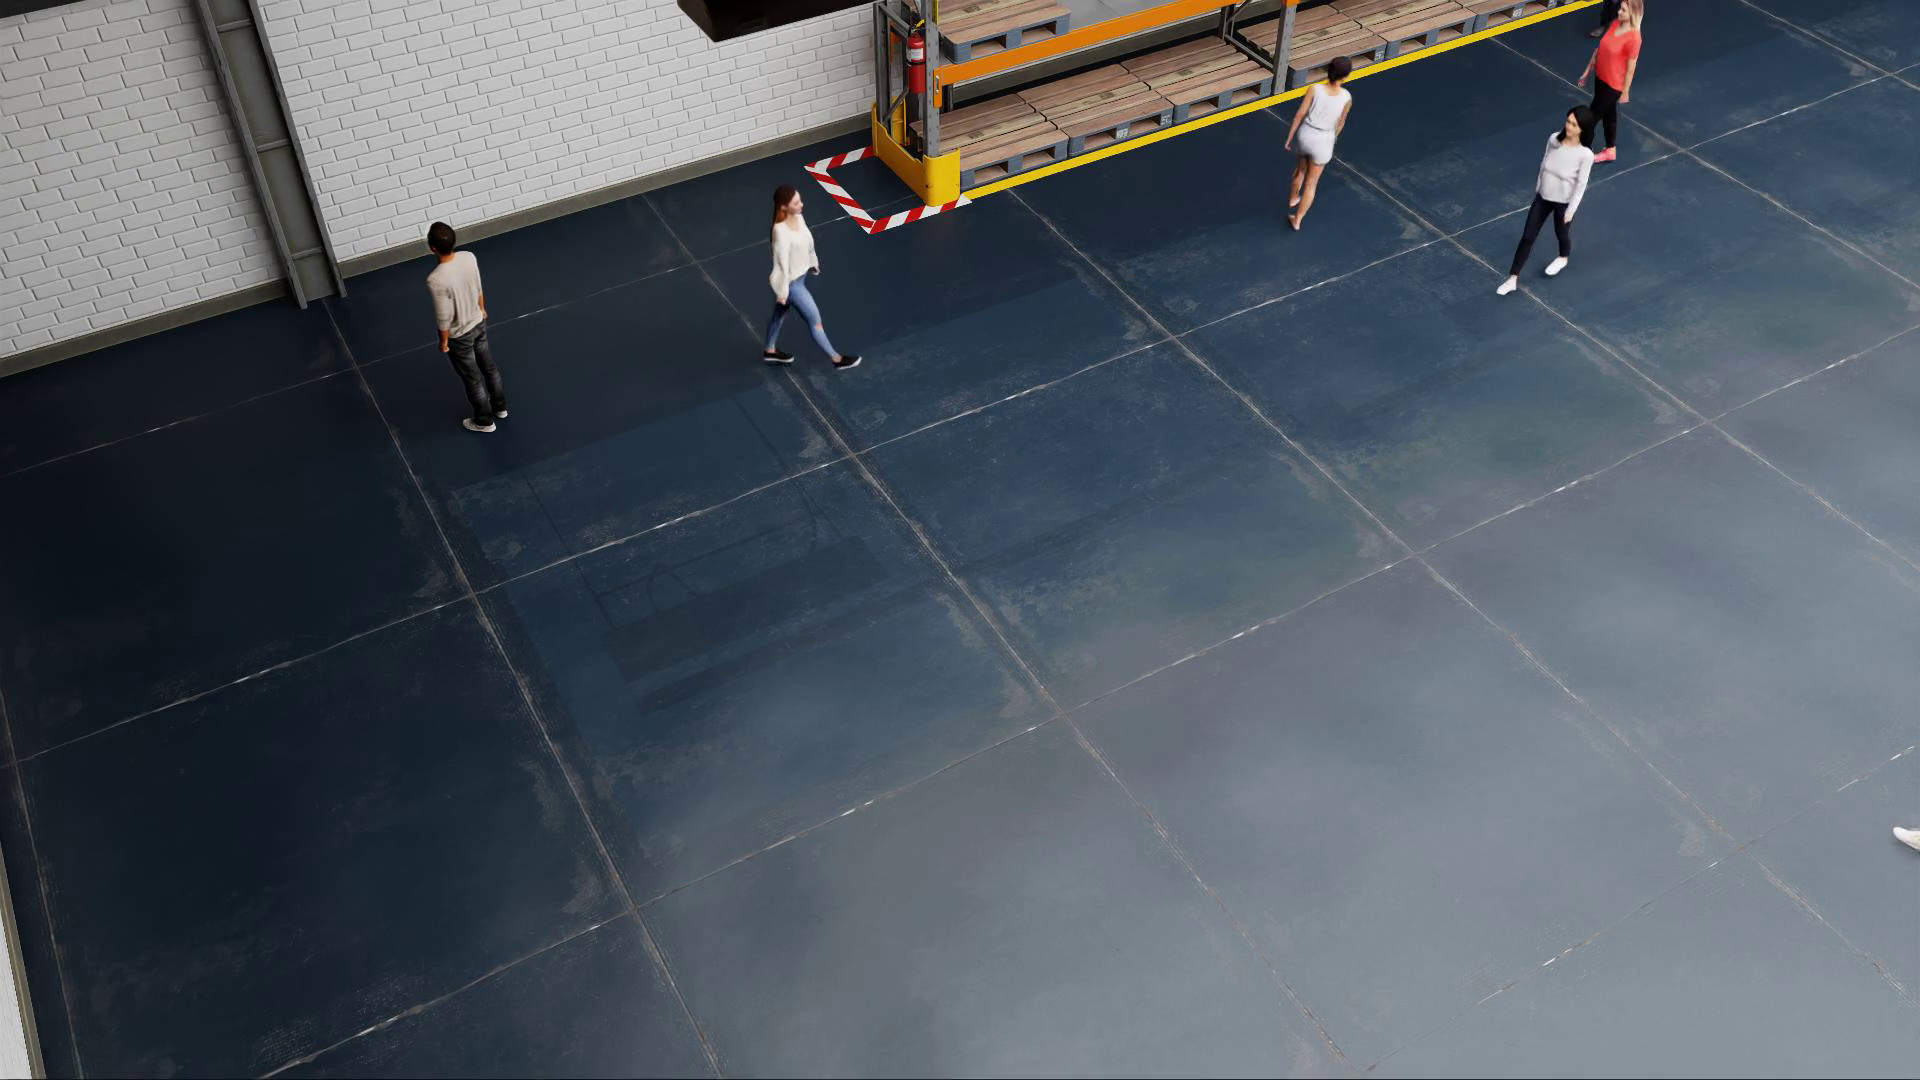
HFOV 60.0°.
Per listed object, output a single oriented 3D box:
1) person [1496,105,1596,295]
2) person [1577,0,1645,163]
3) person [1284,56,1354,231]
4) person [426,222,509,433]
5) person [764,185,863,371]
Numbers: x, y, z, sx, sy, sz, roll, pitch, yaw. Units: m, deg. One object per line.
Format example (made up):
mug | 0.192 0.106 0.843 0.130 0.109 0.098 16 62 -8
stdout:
person | 5.033 -2.847 13.857 1.129 1.656 0.748 -29 51 -27
person | 6.041 -4.170 15.244 1.092 1.656 0.821 -6 44 -6
person | 3.083 -3.461 14.538 0.851 1.605 0.913 7 44 8
person | -3.692 -1.590 12.423 0.790 1.812 0.682 19 47 19
person | -1.393 -2.024 12.997 1.149 1.650 1.041 6 44 7
